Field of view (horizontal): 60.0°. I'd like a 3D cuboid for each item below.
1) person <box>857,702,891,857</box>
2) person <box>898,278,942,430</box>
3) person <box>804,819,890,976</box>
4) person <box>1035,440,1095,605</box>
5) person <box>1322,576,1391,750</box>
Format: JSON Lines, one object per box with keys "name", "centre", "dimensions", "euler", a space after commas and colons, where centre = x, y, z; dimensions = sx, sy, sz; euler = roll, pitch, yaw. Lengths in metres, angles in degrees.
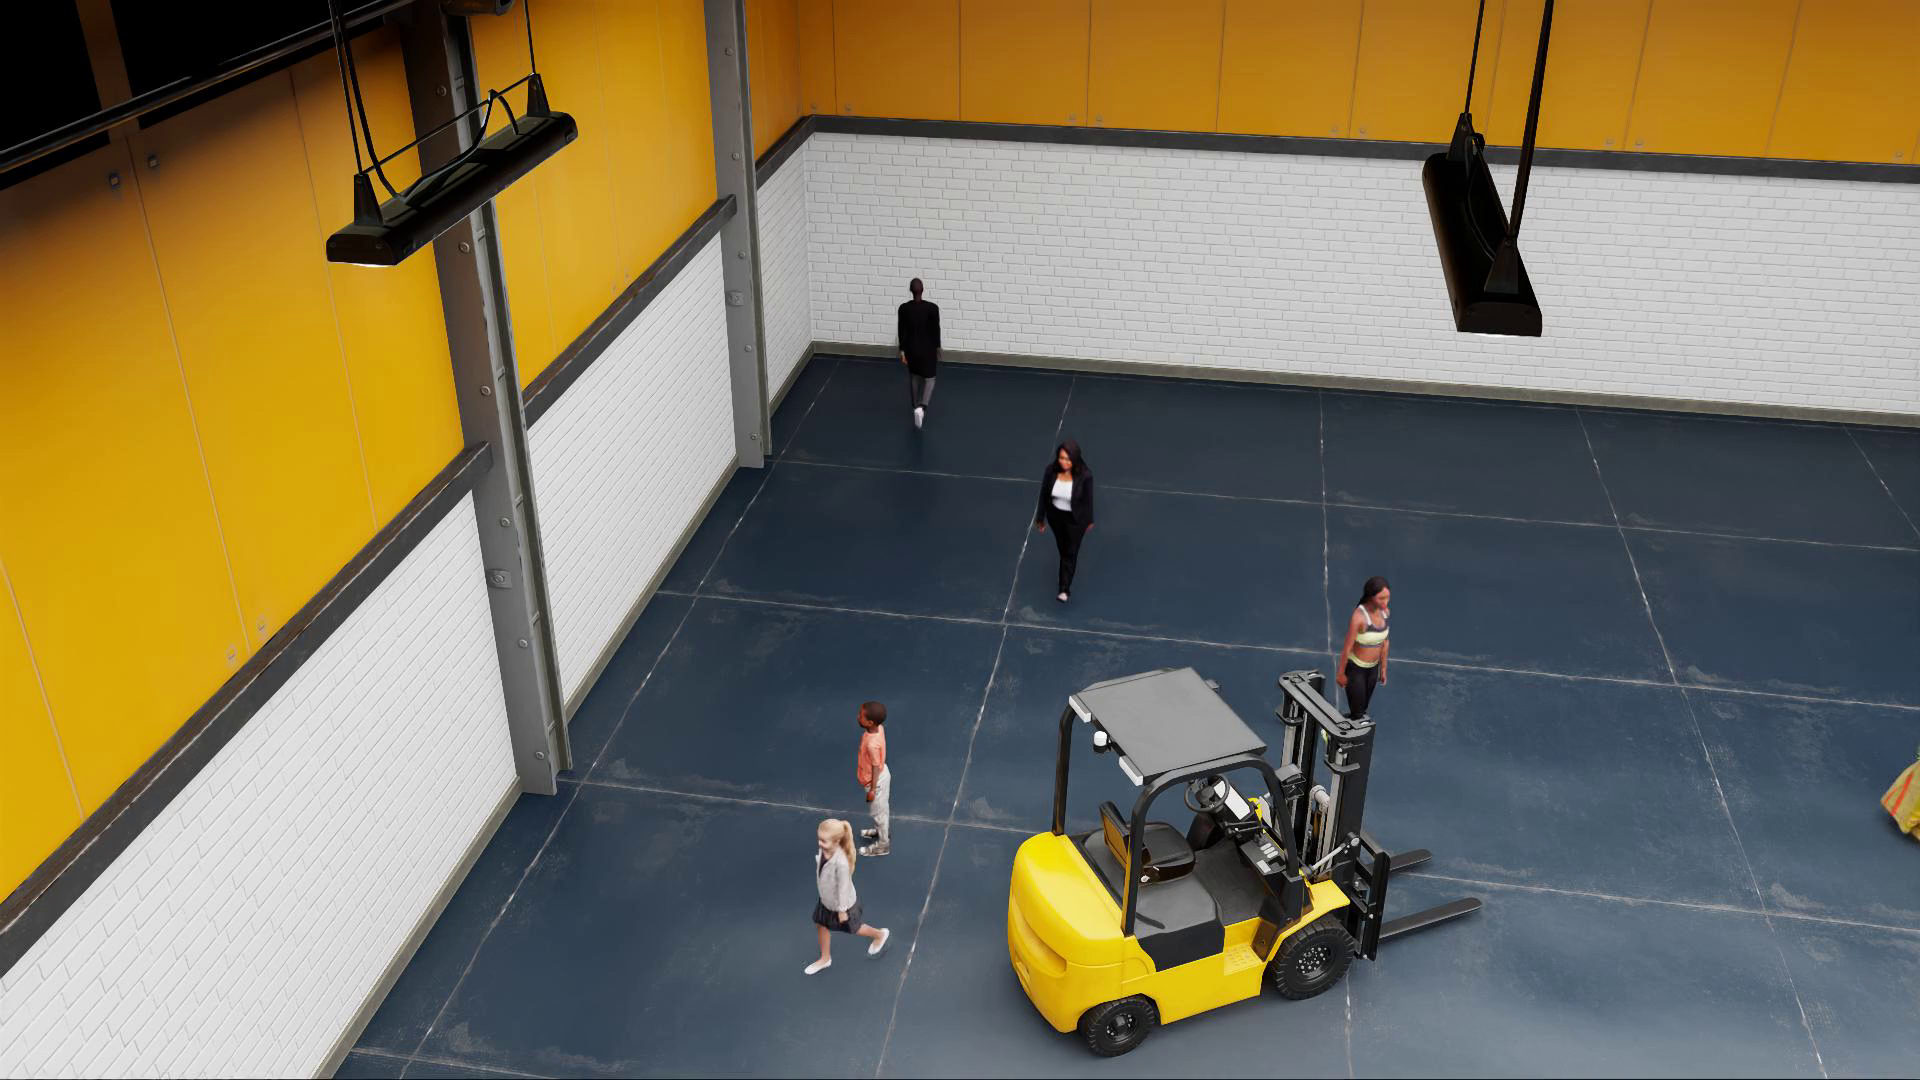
{"name": "person", "centre": [-0.623, 1.759, 12.364], "dimensions": [0.577, 1.310, 0.433], "euler": [1, 29, 2]}
{"name": "person", "centre": [-0.462, -2.120, 19.024], "dimensions": [0.628, 1.742, 1.012], "euler": [4, 29, 7]}
{"name": "person", "centre": [-0.772, 2.391, 11.269], "dimensions": [0.893, 1.249, 0.836], "euler": [-18, 33, -30]}
{"name": "person", "centre": [1.035, -0.239, 15.753], "dimensions": [0.777, 1.571, 1.094], "euler": [9, 30, 16]}
{"name": "person", "centre": [3.132, 1.005, 13.295], "dimensions": [0.732, 1.742, 0.792], "euler": [-19, 34, -31]}
